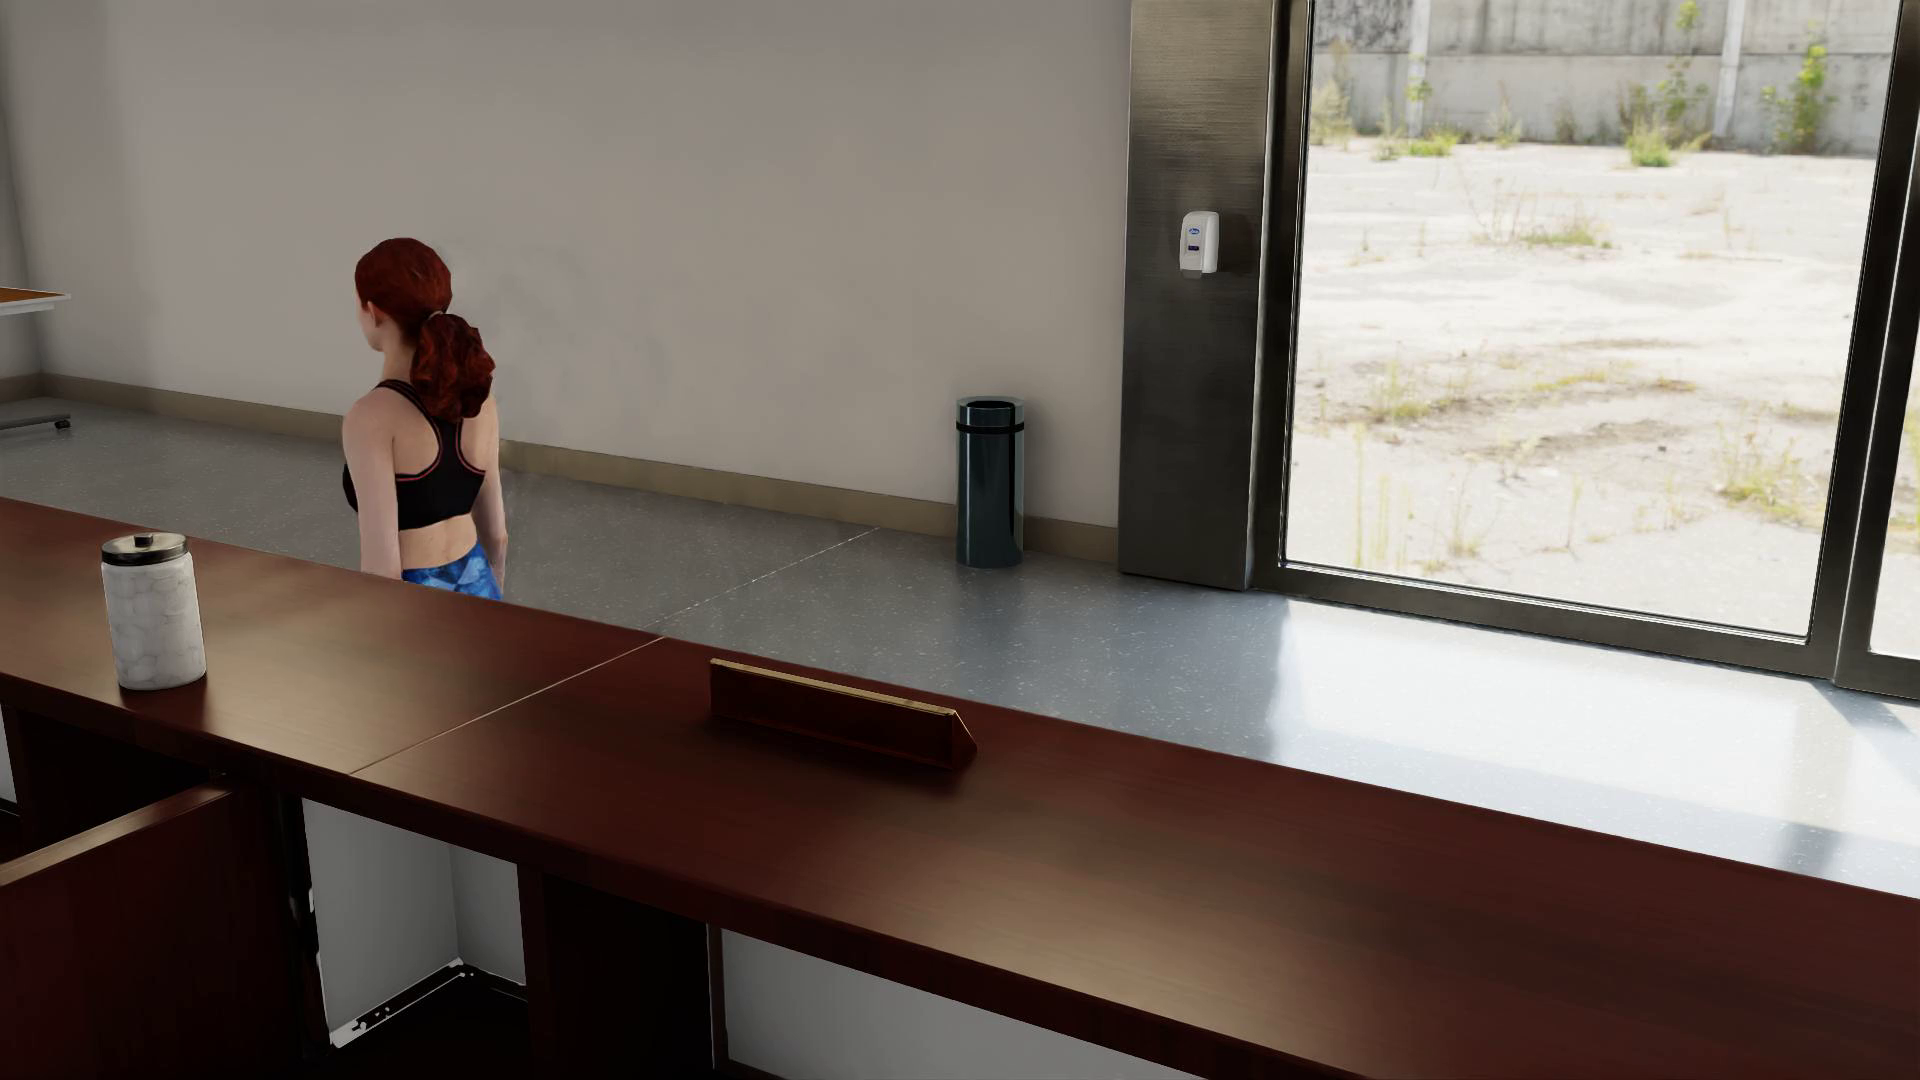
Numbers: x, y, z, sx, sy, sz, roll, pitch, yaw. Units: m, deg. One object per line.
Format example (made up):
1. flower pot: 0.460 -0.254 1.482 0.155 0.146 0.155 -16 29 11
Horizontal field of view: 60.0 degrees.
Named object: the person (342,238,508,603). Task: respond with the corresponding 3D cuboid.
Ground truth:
1. person: -1.029 0.297 3.497 0.700 1.735 1.184 10 19 32
